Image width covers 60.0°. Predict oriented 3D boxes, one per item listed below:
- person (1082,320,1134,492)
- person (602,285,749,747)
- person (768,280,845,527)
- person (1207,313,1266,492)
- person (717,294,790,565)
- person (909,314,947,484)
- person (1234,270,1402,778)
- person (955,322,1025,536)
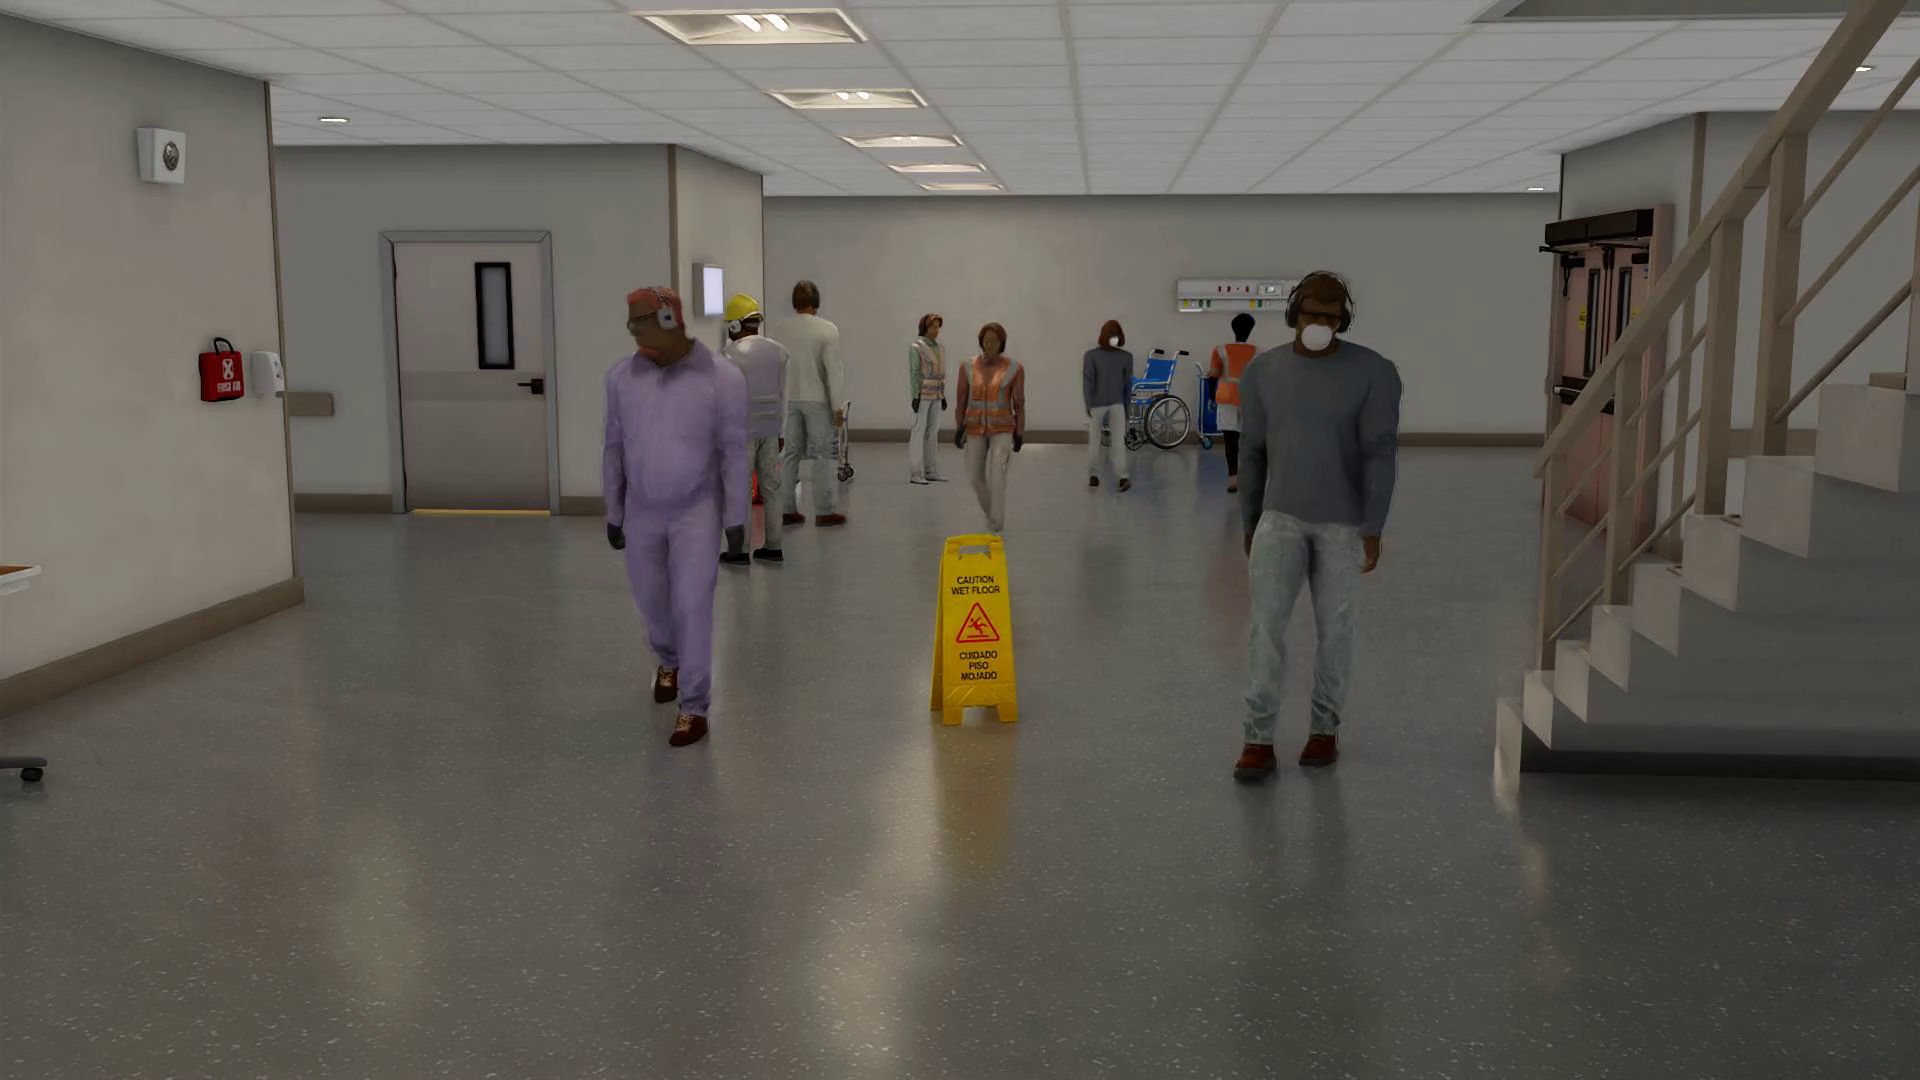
[{"bbox_3d":[1.375,-1.241,15.456,0.506,1.580,0.898,-1,8,-8],"label":"person"},{"bbox_3d":[-1.183,-0.137,7.033,0.681,1.866,0.878,2,9,14],"label":"person"},{"bbox_3d":[-1.202,-1.069,13.097,0.640,1.937,0.367,4,9,27],"label":"person"},{"bbox_3d":[2.580,-1.282,15.510,0.542,1.651,0.859,0,8,0],"label":"person"},{"bbox_3d":[-1.420,-0.738,11.230,0.591,1.824,0.403,-8,11,-42],"label":"person"},{"bbox_3d":[-0.309,-1.361,16.082,0.310,1.636,0.523,6,10,35],"label":"person"},{"bbox_3d":[1.294,-0.036,6.203,0.621,1.902,0.803,3,9,22],"label":"person"},{"bbox_3d":[0.238,-0.802,12.328,0.523,1.620,0.588,2,9,15],"label":"person"}]
